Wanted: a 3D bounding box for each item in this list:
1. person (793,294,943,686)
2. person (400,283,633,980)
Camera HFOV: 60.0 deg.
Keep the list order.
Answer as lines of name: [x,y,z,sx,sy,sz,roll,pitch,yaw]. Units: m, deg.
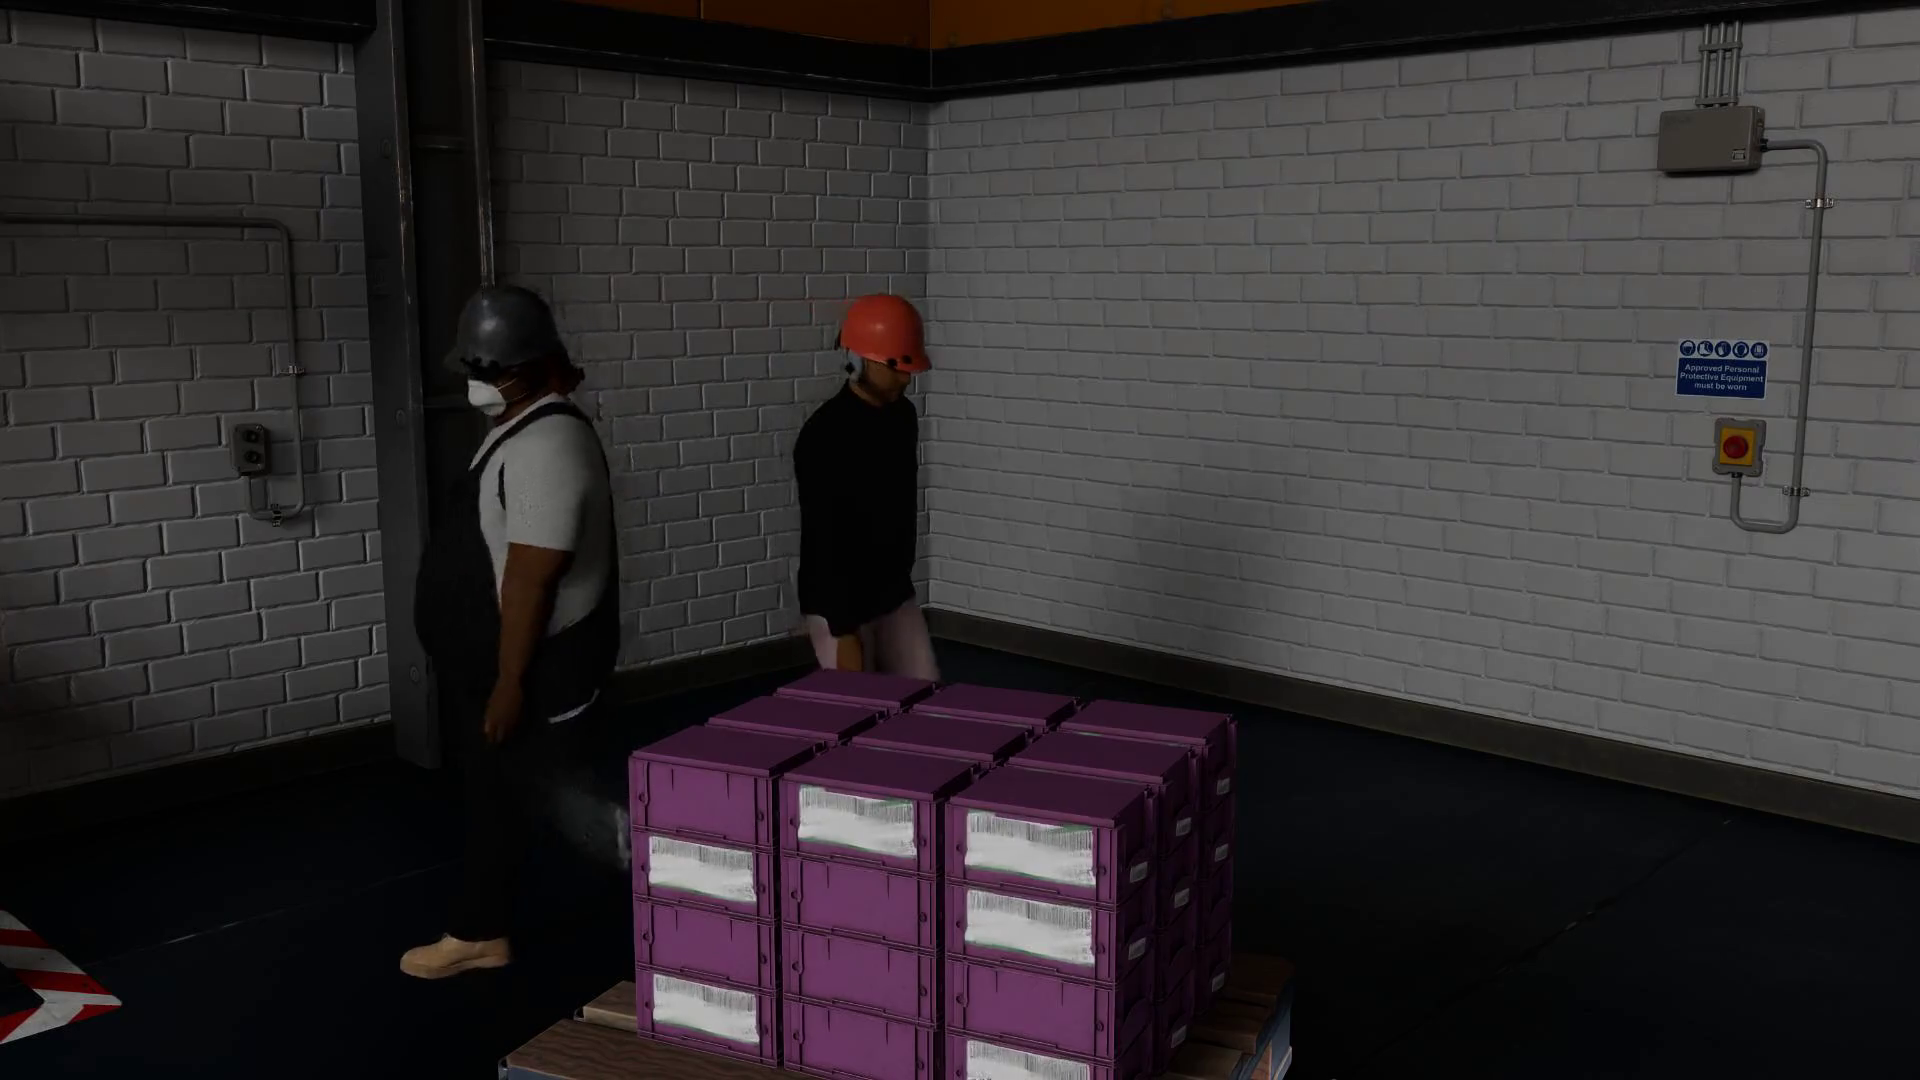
person: [-0.268,0.209,5.230,0.536,1.943,0.662,6,11,33]
person: [-1.090,0.269,4.564,0.868,2.000,0.691,-3,10,-19]
